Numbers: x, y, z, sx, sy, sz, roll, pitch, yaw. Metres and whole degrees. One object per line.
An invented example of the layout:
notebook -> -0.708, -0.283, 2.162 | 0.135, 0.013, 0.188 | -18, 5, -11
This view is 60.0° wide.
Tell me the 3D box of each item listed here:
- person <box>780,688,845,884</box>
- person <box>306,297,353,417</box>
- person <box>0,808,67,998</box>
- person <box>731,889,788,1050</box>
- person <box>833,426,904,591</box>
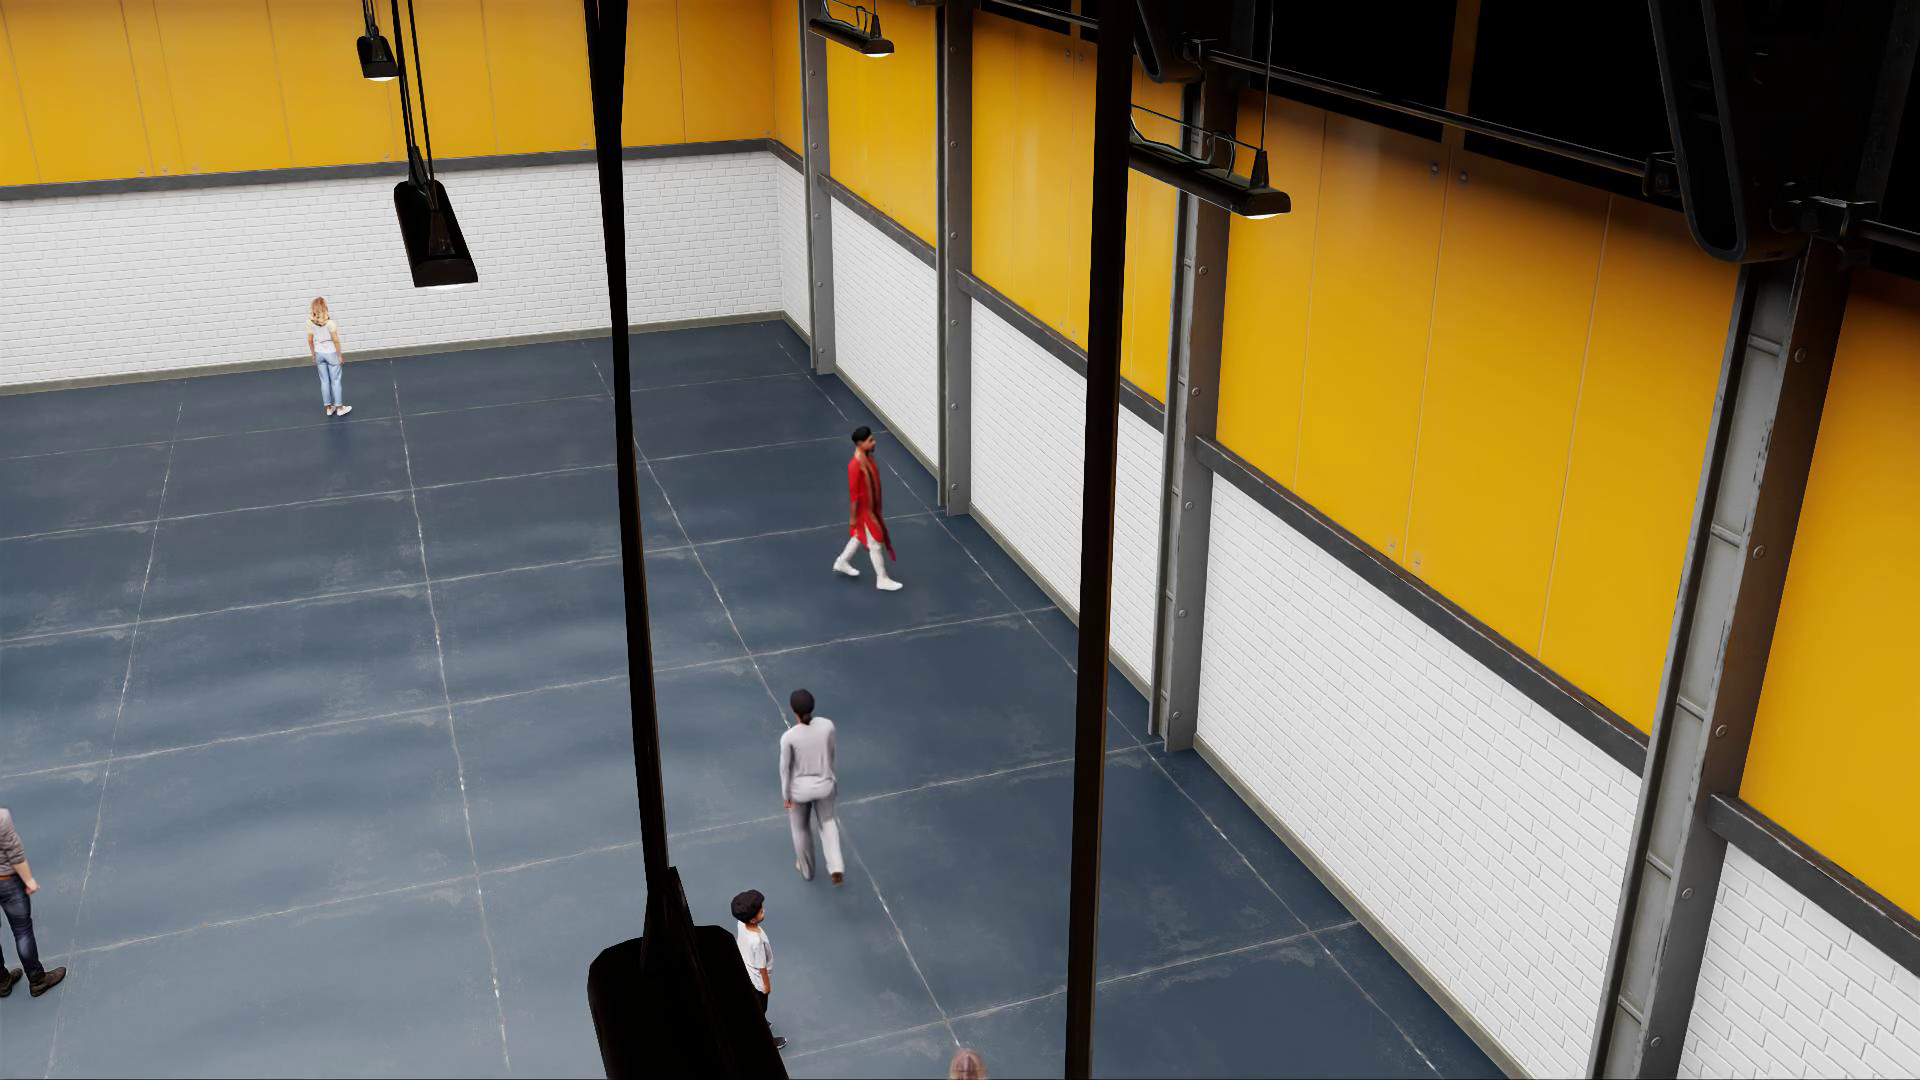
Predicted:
person -> -1.142, 1.993, 13.123 | 0.657, 1.721, 0.870 | -10, 25, -21
person -> -9.006, -2.615, 23.663 | 0.711, 1.723, 0.707 | 3, 24, 7
person -> -6.905, 2.433, 11.889 | 0.758, 1.904, 0.721 | 0, 24, 1
person -> -1.423, 2.963, 11.478 | 0.594, 1.262, 0.497 | -15, 28, -30
person -> -1.136, -0.362, 18.354 | 1.150, 1.847, 1.172 | 6, 24, 14
